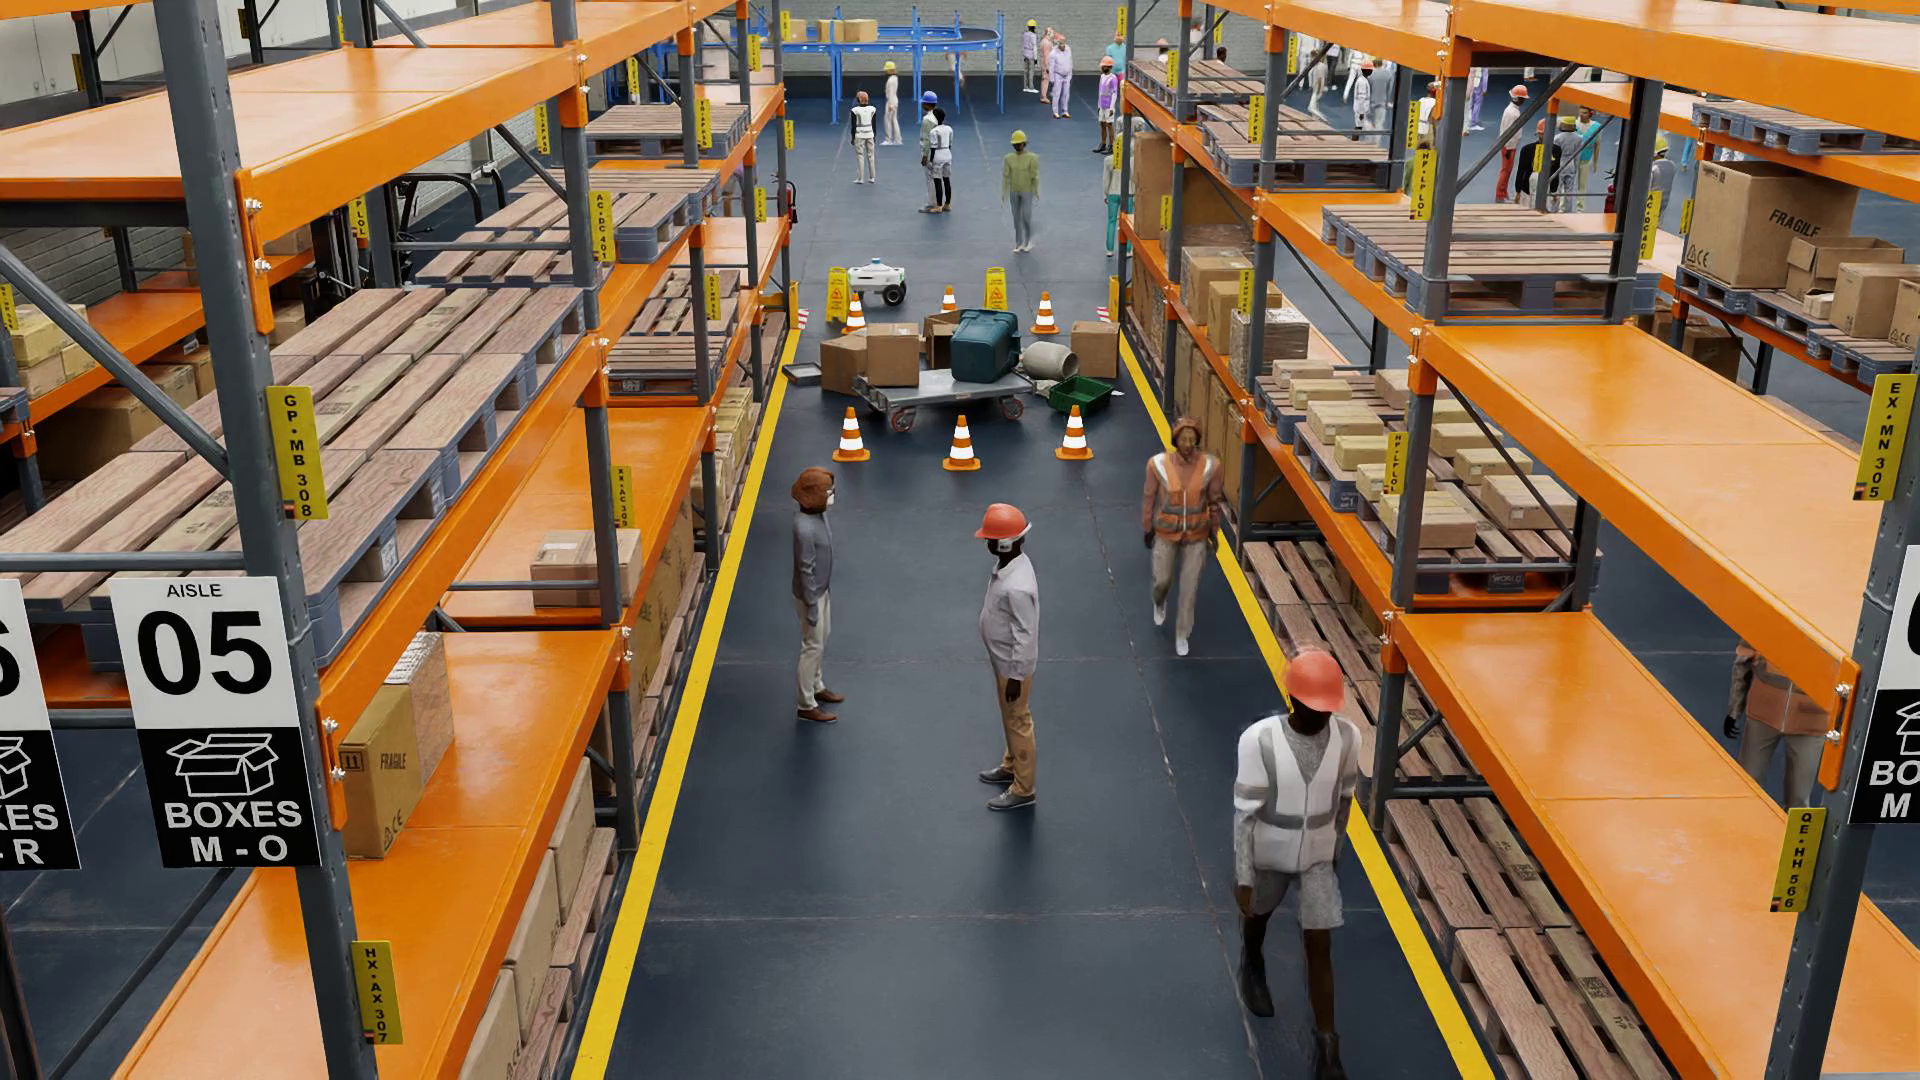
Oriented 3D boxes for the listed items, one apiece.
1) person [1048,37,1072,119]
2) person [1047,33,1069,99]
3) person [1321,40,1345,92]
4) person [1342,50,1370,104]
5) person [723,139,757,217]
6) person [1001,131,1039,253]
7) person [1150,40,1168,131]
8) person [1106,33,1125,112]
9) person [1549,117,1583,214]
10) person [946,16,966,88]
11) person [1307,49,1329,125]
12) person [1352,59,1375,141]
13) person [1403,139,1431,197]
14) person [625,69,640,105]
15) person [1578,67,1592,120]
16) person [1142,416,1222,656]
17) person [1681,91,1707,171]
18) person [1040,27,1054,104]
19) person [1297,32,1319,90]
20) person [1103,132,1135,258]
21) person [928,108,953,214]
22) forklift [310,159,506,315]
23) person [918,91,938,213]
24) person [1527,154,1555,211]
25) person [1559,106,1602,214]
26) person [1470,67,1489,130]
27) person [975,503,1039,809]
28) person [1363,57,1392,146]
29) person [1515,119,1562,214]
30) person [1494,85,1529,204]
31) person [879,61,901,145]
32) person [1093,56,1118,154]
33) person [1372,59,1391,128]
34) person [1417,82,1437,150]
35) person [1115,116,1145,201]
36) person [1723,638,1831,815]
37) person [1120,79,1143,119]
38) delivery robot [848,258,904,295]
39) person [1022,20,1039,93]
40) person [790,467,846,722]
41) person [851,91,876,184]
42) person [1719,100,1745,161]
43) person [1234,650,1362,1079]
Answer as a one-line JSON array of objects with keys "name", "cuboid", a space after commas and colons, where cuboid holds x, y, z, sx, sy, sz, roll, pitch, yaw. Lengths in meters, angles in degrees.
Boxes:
[{"name": "person", "cuboid": [2.415, -11.036, 39.737, 0.652, 1.894, 0.402, -15, 25, -34]}, {"name": "person", "cuboid": [2.597, -12.464, 43.783, 0.572, 1.697, 0.921, -17, 27, -38]}, {"name": "person", "cuboid": [10.293, -13.329, 45.858, 0.610, 1.855, 0.994, 13, 24, 31]}, {"name": "person", "cuboid": [10.183, -12.119, 42.666, 0.677, 1.844, 0.930, 17, 27, 38]}, {"name": "person", "cuboid": [-3.425, -5.669, 25.455, 0.633, 1.980, 0.981, 1, 21, 2]}, {"name": "person", "cuboid": [0.861, -5.014, 24.000, 0.562, 1.749, 0.437, 9, 22, 22]}, {"name": "person", "cuboid": [4.546, -10.279, 37.610, 0.613, 1.989, 1.070, -1, 21, -2]}, {"name": "person", "cuboid": [3.851, -11.429, 40.684, 0.642, 1.957, 0.915, 0, 21, 1]}, {"name": "person", "cuboid": [9.489, -5.827, 26.167, 0.487, 1.746, 0.289, -4, 21, -9]}, {"name": "person", "cuboid": [-0.074, -13.659, 46.604, 0.616, 1.967, 0.915, -12, 24, -29]}, {"name": "person", "cuboid": [7.914, -9.919, 36.840, 0.488, 1.846, 0.626, 0, 21, 0]}, {"name": "person", "cuboid": [8.056, -8.614, 33.265, 0.376, 1.935, 0.550, 4, 21, 11]}, {"name": "person", "cuboid": [6.754, -5.073, 24.412, 0.509, 1.597, 0.858, 5, 21, 13]}, {"name": "person", "cuboid": [-6.287, -8.190, 32.250, 0.328, 1.865, 0.520, 6, 21, 14]}, {"name": "person", "cuboid": [14.486, -10.478, 38.632, 0.286, 1.623, 0.507, 15, 25, 34]}, {"name": "person", "cuboid": [1.475, -0.057, 11.085, 0.519, 1.624, 0.479, 1, 21, 3]}, {"name": "person", "cuboid": [14.050, -7.847, 31.661, 0.508, 1.632, 0.270, 2, 21, 5]}, {"name": "person", "cuboid": [2.270, -12.243, 42.915, 0.403, 1.900, 0.641, 0, 21, 0]}, {"name": "person", "cuboid": [9.637, -13.499, 46.176, 0.629, 1.940, 0.378, 3, 21, 9]}, {"name": "person", "cuboid": [2.296, -4.921, 23.745, 0.522, 1.768, 0.312, 8, 22, 21]}, {"name": "person", "cuboid": [-0.327, -6.217, 27.271, 0.319, 1.693, 0.532, 15, 25, 34]}, {"name": "forklift", "cuboid": [-5.622, -2.910, 17.832, 2.313, 2.155, 1.214, -1, 21, -1]}, {"name": "person", "cuboid": [-0.478, -6.368, 27.314, 0.391, 1.948, 0.605, 6, 22, 17]}, {"name": "person", "cuboid": [7.768, -4.391, 22.375, 0.295, 1.743, 0.493, 13, 24, 31]}, {"name": "person", "cuboid": [9.939, -6.070, 26.677, 0.564, 1.839, 0.396, 8, 22, 21]}, {"name": "person", "cuboid": [11.739, -10.253, 37.648, 0.415, 1.907, 0.592, -6, 22, -16]}, {"name": "person", "cuboid": [0.254, 0.628, 9.096, 0.340, 1.748, 0.568, -2, 21, -5]}, {"name": "person", "cuboid": [8.602, -9.063, 34.482, 0.641, 1.917, 0.590, -3, 21, -7]}, {"name": "person", "cuboid": [8.130, -4.919, 23.420, 0.623, 1.992, 0.396, -1, 21, -3]}, {"name": "person", "cuboid": [9.281, -6.645, 28.007, 0.410, 1.980, 0.629, 9, 22, 22]}, {"name": "person", "cuboid": [-1.470, -9.229, 35.179, 0.471, 1.734, 0.505, 3, 21, 7]}, {"name": "person", "cuboid": [2.976, -8.860, 33.909, 0.348, 1.943, 0.542, -11, 23, -27]}, {"name": "person", "cuboid": [9.607, -10.359, 37.950, 0.355, 1.887, 0.573, 11, 23, 27]}, {"name": "person", "cuboid": [8.376, -7.280, 29.880, 0.386, 1.837, 0.606, -6, 22, -15]}, {"name": "person", "cuboid": [2.894, -6.669, 28.412, 0.494, 1.732, 0.324, 2, 21, 5]}, {"name": "person", "cuboid": [4.091, 0.877, 8.208, 0.584, 1.917, 0.381, 14, 25, 32]}, {"name": "person", "cuboid": [3.428, -8.601, 33.357, 0.563, 1.847, 0.390, -15, 25, -35]}, {"name": "delivery robot", "cuboid": [-1.066, -3.323, 21.074, 0.707, 0.478, 0.477, 1, 21, 1]}, {"name": "person", "cuboid": [1.943, -13.235, 45.497, 0.378, 1.922, 0.596, -12, 24, -29]}, {"name": "person", "cuboid": [-0.874, 0.326, 10.078, 0.289, 1.622, 0.508, 1, 21, 4]}, {"name": "person", "cuboid": [-1.746, -7.306, 30.223, 0.514, 1.641, 0.308, -12, 24, -29]}, {"name": "person", "cuboid": [13.614, -7.040, 29.188, 0.579, 1.879, 0.349, 18, 27, 39]}, {"name": "person", "cuboid": [1.418, 1.346, 7.014, 0.562, 1.877, 1.005, -2, 21, -5]}]
